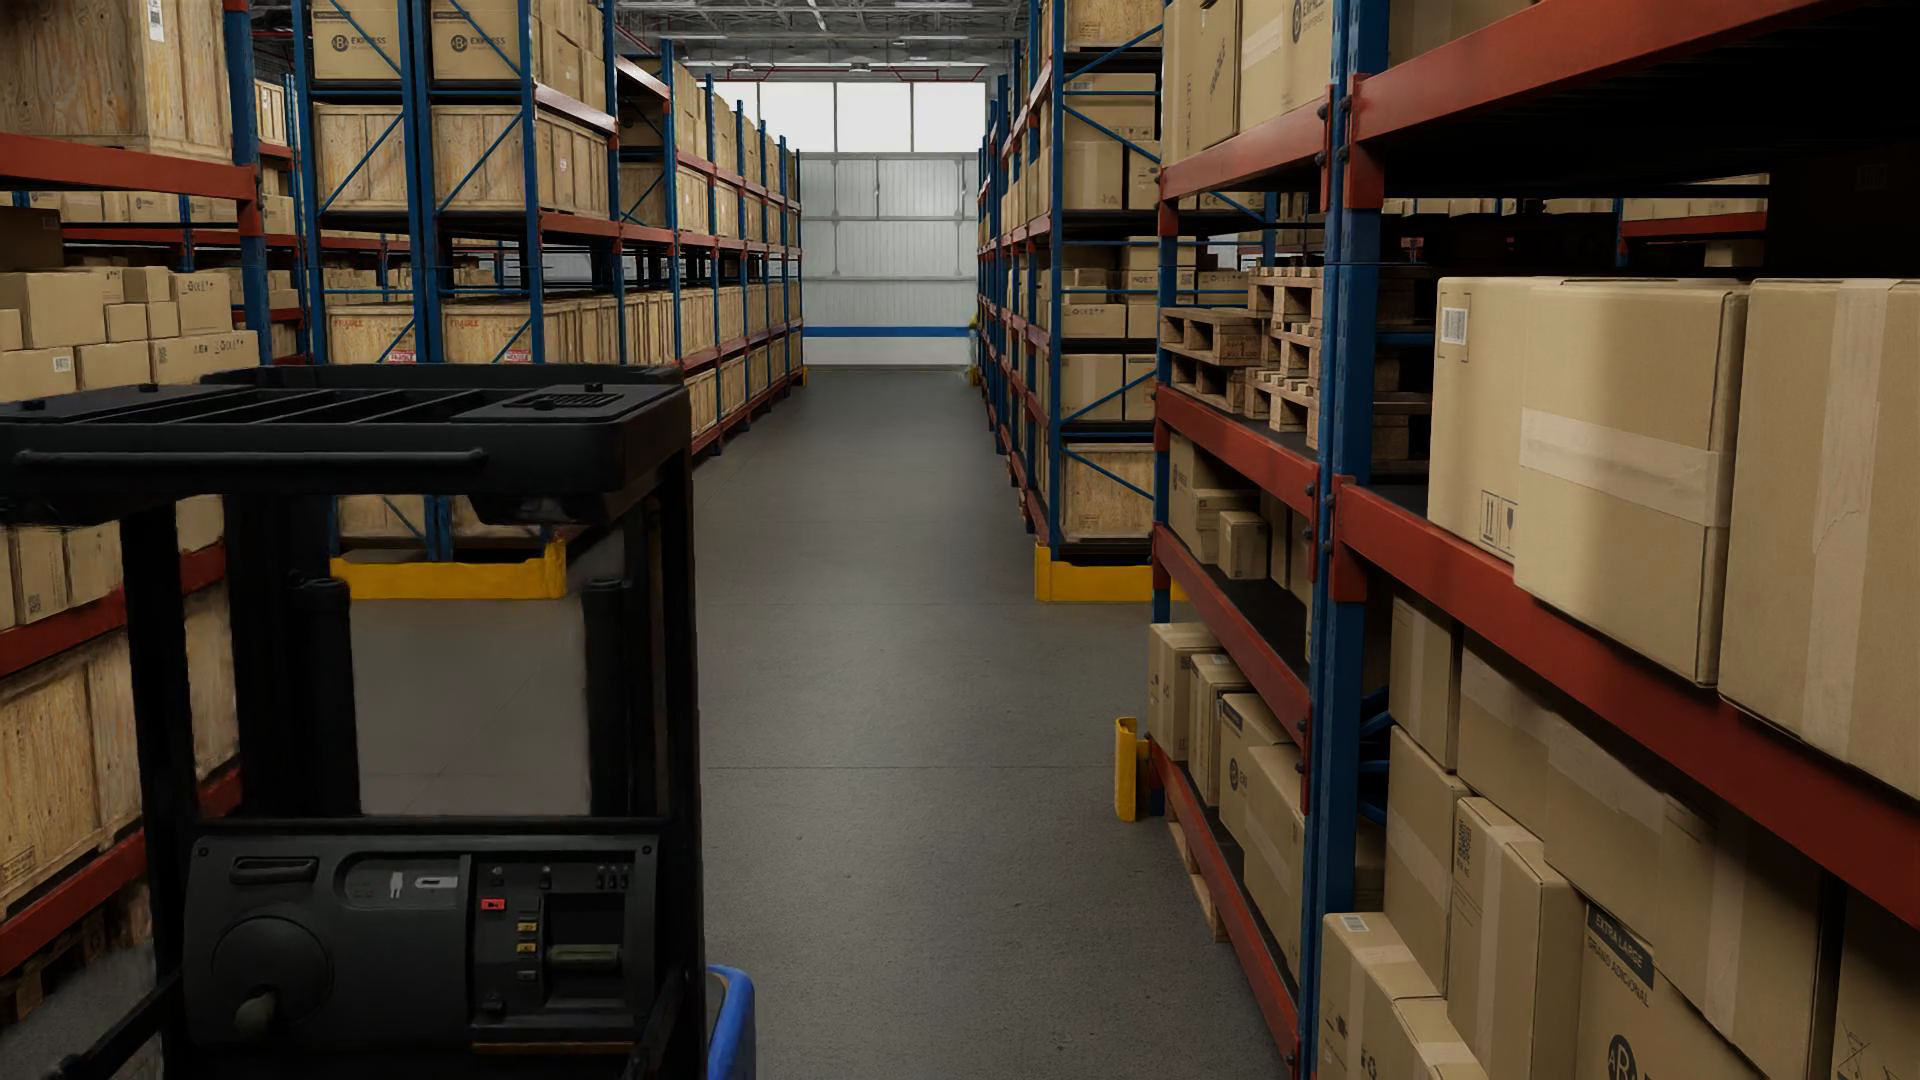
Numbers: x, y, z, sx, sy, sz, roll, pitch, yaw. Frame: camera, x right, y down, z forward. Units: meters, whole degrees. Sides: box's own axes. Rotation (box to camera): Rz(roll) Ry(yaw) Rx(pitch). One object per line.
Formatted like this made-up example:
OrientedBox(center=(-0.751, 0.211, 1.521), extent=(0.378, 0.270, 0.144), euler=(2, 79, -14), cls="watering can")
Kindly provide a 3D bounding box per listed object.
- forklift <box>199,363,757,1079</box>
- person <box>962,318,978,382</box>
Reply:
OrientedBox(center=(-1.071, 0.999, 3.733), extent=(1.129, 2.768, 1.873), euler=(0, 9, -1), cls="forklift")
OrientedBox(center=(0.331, -4.985, 43.912), extent=(0.458, 1.730, 0.500), euler=(0, 9, 0), cls="person")
